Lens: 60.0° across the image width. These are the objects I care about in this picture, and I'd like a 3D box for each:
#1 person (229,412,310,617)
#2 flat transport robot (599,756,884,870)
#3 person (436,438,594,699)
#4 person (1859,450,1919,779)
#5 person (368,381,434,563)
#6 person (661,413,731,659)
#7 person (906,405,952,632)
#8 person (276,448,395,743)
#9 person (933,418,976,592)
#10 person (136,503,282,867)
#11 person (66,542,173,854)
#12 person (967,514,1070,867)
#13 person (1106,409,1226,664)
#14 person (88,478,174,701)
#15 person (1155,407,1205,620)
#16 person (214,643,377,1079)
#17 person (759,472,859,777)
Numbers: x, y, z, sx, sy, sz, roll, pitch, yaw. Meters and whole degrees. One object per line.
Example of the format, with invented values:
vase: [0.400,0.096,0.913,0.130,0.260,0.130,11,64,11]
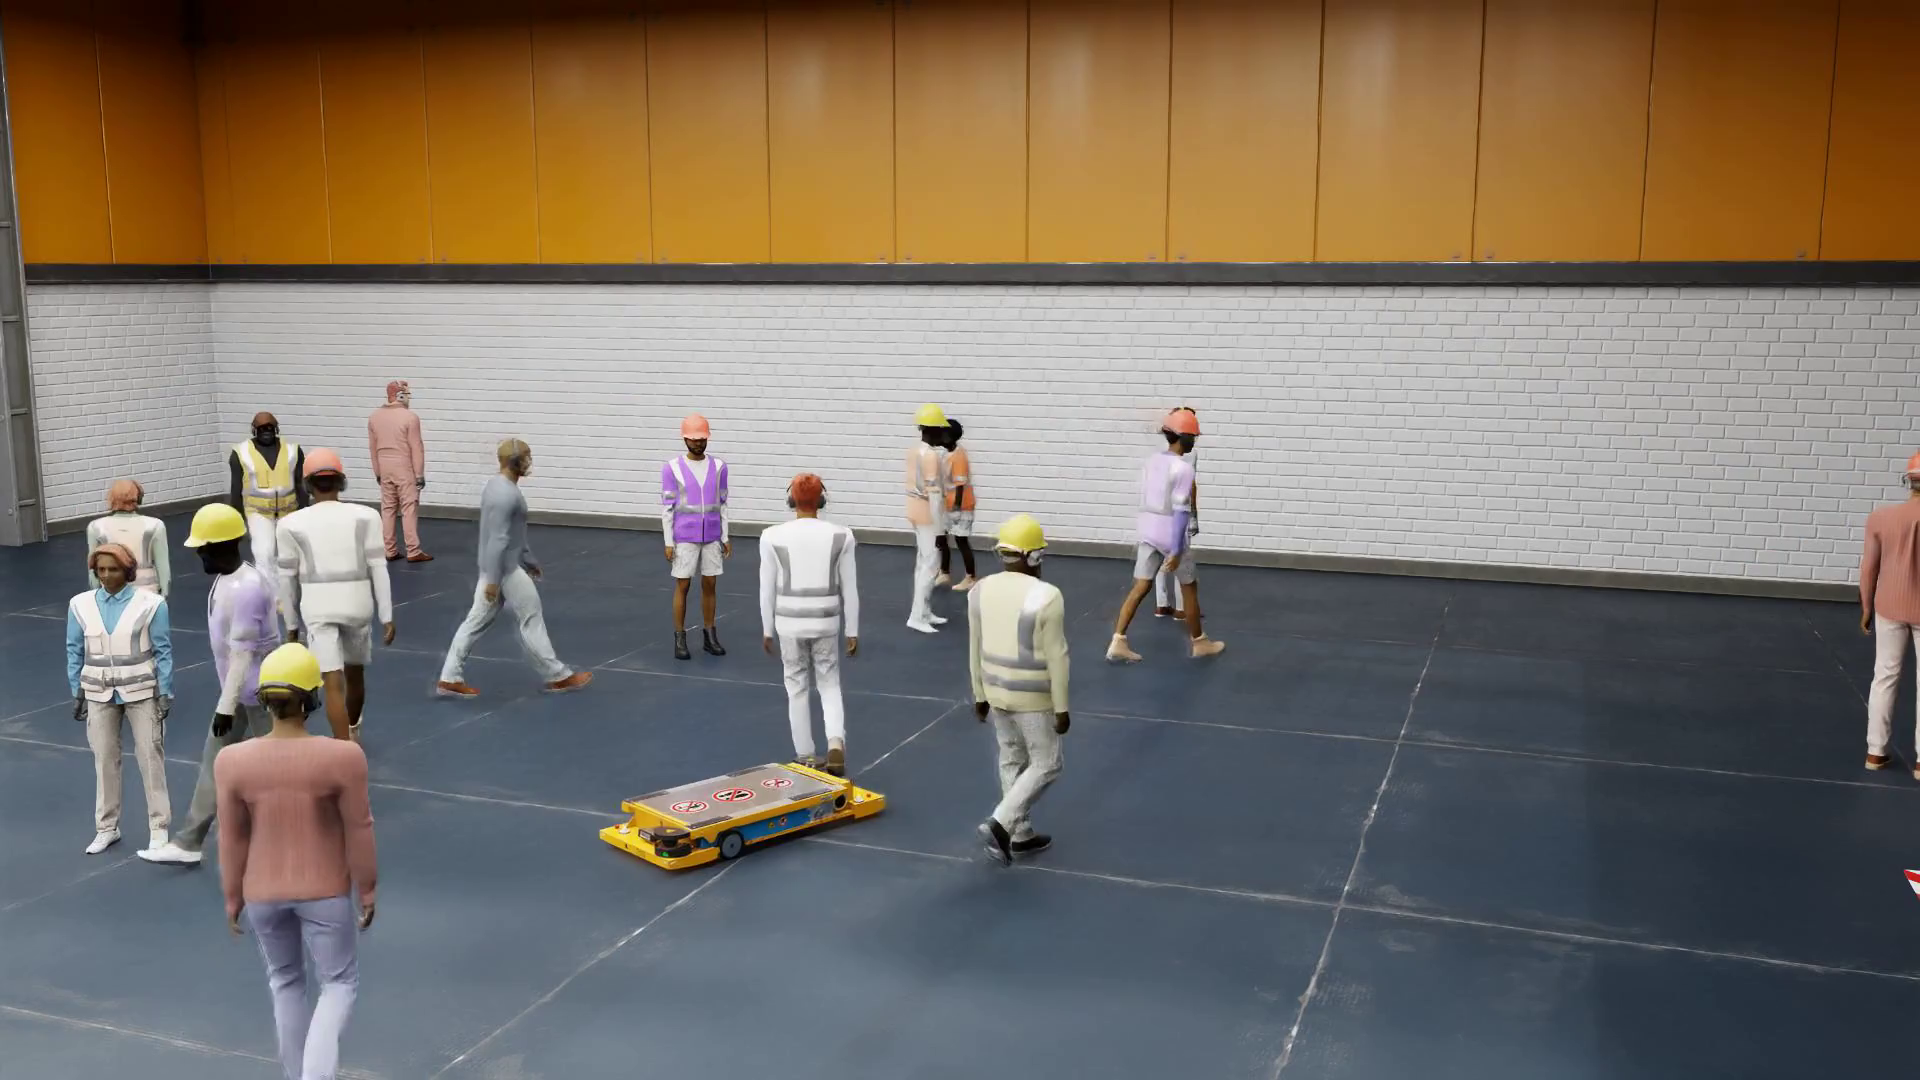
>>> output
person: [-6.035,-0.218,14.642,0.620,1.814,0.714,-7,11,-36]
flat transport robot: [-1.163,1.455,9.016,1.431,0.197,0.652,-9,13,-43]
person: [-3.235,0.205,11.832,1.099,1.871,0.636,-4,10,-22]
person: [5.766,0.433,10.028,0.620,1.991,0.398,9,13,43]
person: [-5.850,-0.712,17.413,0.643,1.905,0.399,4,10,23]
person: [-2.058,-0.030,13.078,0.551,1.934,0.373,-5,10,-28]
person: [-0.298,-0.171,14.116,0.521,1.935,0.625,-3,10,-18]
person: [-3.795,0.429,10.111,0.623,1.966,1.114,-4,10,-25]
person: [-0.059,-0.316,15.650,0.539,1.665,0.558,-3,10,-20]
person: [-3.704,0.757,8.343,0.936,1.881,0.584,-7,12,-38]
person: [-4.387,0.821,8.714,0.513,1.641,0.307,-1,9,-9]
person: [0.284,0.776,8.430,0.607,1.819,0.588,9,12,43]
person: [1.589,-0.017,12.884,1.056,1.990,0.607,-5,11,-31]
person: [-5.720,0.383,11.493,0.526,1.623,0.541,-3,10,-19]
person: [1.902,-0.231,14.561,0.331,1.862,0.513,-7,11,-35]
person: [-2.320,1.240,5.804,0.530,1.750,0.667,-1,9,-6]
person: [-0.883,0.535,9.831,0.574,1.862,0.553,-2,9,-12]
